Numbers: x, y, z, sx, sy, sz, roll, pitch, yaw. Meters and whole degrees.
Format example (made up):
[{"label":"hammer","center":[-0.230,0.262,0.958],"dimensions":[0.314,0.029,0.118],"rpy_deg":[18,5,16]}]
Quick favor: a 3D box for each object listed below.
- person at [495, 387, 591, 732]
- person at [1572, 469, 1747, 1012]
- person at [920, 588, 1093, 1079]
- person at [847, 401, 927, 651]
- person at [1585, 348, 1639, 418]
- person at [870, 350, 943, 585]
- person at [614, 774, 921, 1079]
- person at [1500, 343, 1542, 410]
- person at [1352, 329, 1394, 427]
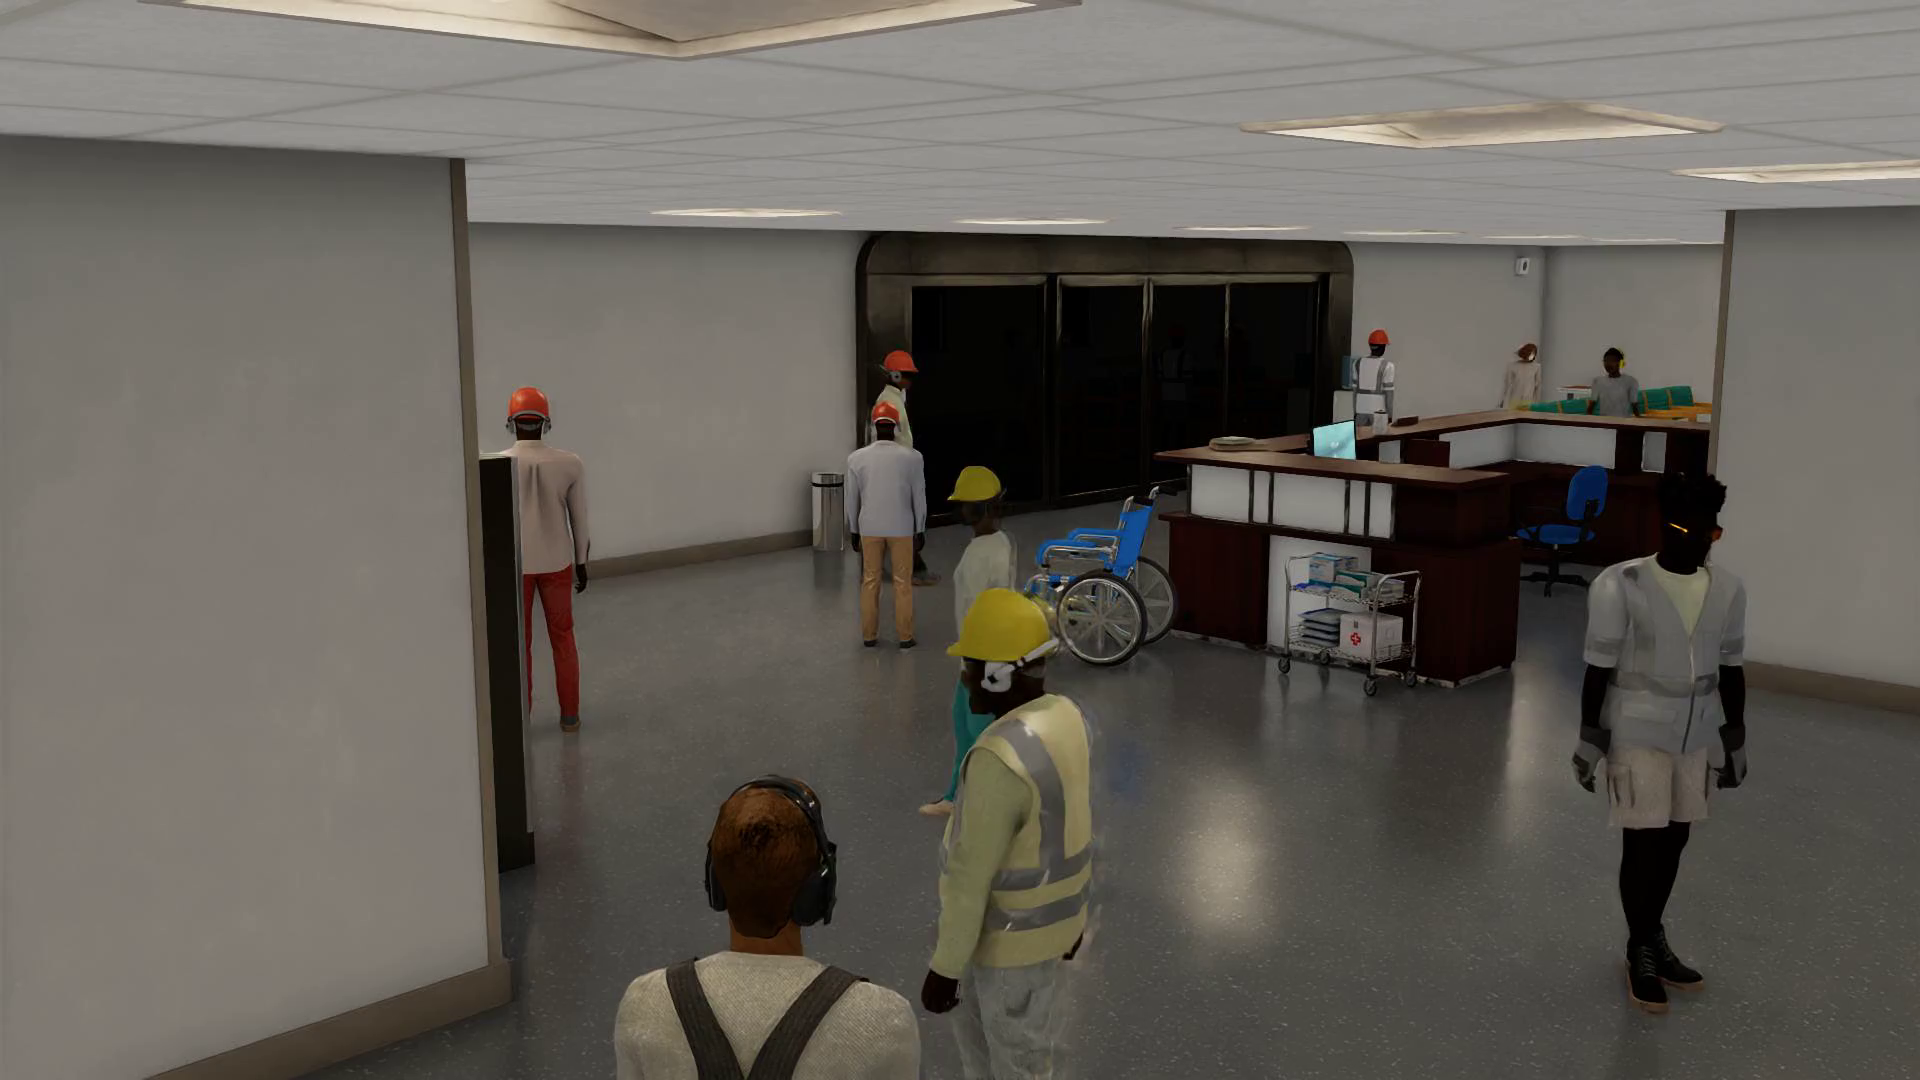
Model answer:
[{"label":"person","center":[-2.421,0.128,9.462],"dimensions":[0.625,1.992,0.386],"rpy_deg":[-4,10,-25]},{"label":"person","center":[2.566,0.708,6.021],"dimensions":[0.657,1.952,0.425],"rpy_deg":[-2,9,-13]},{"label":"person","center":[0.070,1.029,4.495],"dimensions":[0.591,1.812,0.605],"rpy_deg":[3,10,18]},{"label":"person","center":[-0.507,-0.098,11.614],"dimensions":[0.564,1.743,0.352],"rpy_deg":[1,9,7]},{"label":"person","center":[7.151,-1.200,18.226],"dimensions":[0.549,1.810,0.992],"rpy_deg":[9,13,44]},{"label":"person","center":[-0.447,-0.597,13.951],"dimensions":[0.804,1.966,0.634],"rpy_deg":[-1,9,-4]},{"label":"person","center":[-0.304,1.294,2.764],"dimensions":[0.517,1.843,0.325],"rpy_deg":[1,9,8]},{"label":"person","center":[7.922,-1.982,23.596],"dimensions":[0.628,1.607,0.291],"rpy_deg":[1,9,4]},{"label":"person","center":[4.997,-1.569,20.094],"dimensions":[0.546,1.934,0.381],"rpy_deg":[9,13,42]}]
